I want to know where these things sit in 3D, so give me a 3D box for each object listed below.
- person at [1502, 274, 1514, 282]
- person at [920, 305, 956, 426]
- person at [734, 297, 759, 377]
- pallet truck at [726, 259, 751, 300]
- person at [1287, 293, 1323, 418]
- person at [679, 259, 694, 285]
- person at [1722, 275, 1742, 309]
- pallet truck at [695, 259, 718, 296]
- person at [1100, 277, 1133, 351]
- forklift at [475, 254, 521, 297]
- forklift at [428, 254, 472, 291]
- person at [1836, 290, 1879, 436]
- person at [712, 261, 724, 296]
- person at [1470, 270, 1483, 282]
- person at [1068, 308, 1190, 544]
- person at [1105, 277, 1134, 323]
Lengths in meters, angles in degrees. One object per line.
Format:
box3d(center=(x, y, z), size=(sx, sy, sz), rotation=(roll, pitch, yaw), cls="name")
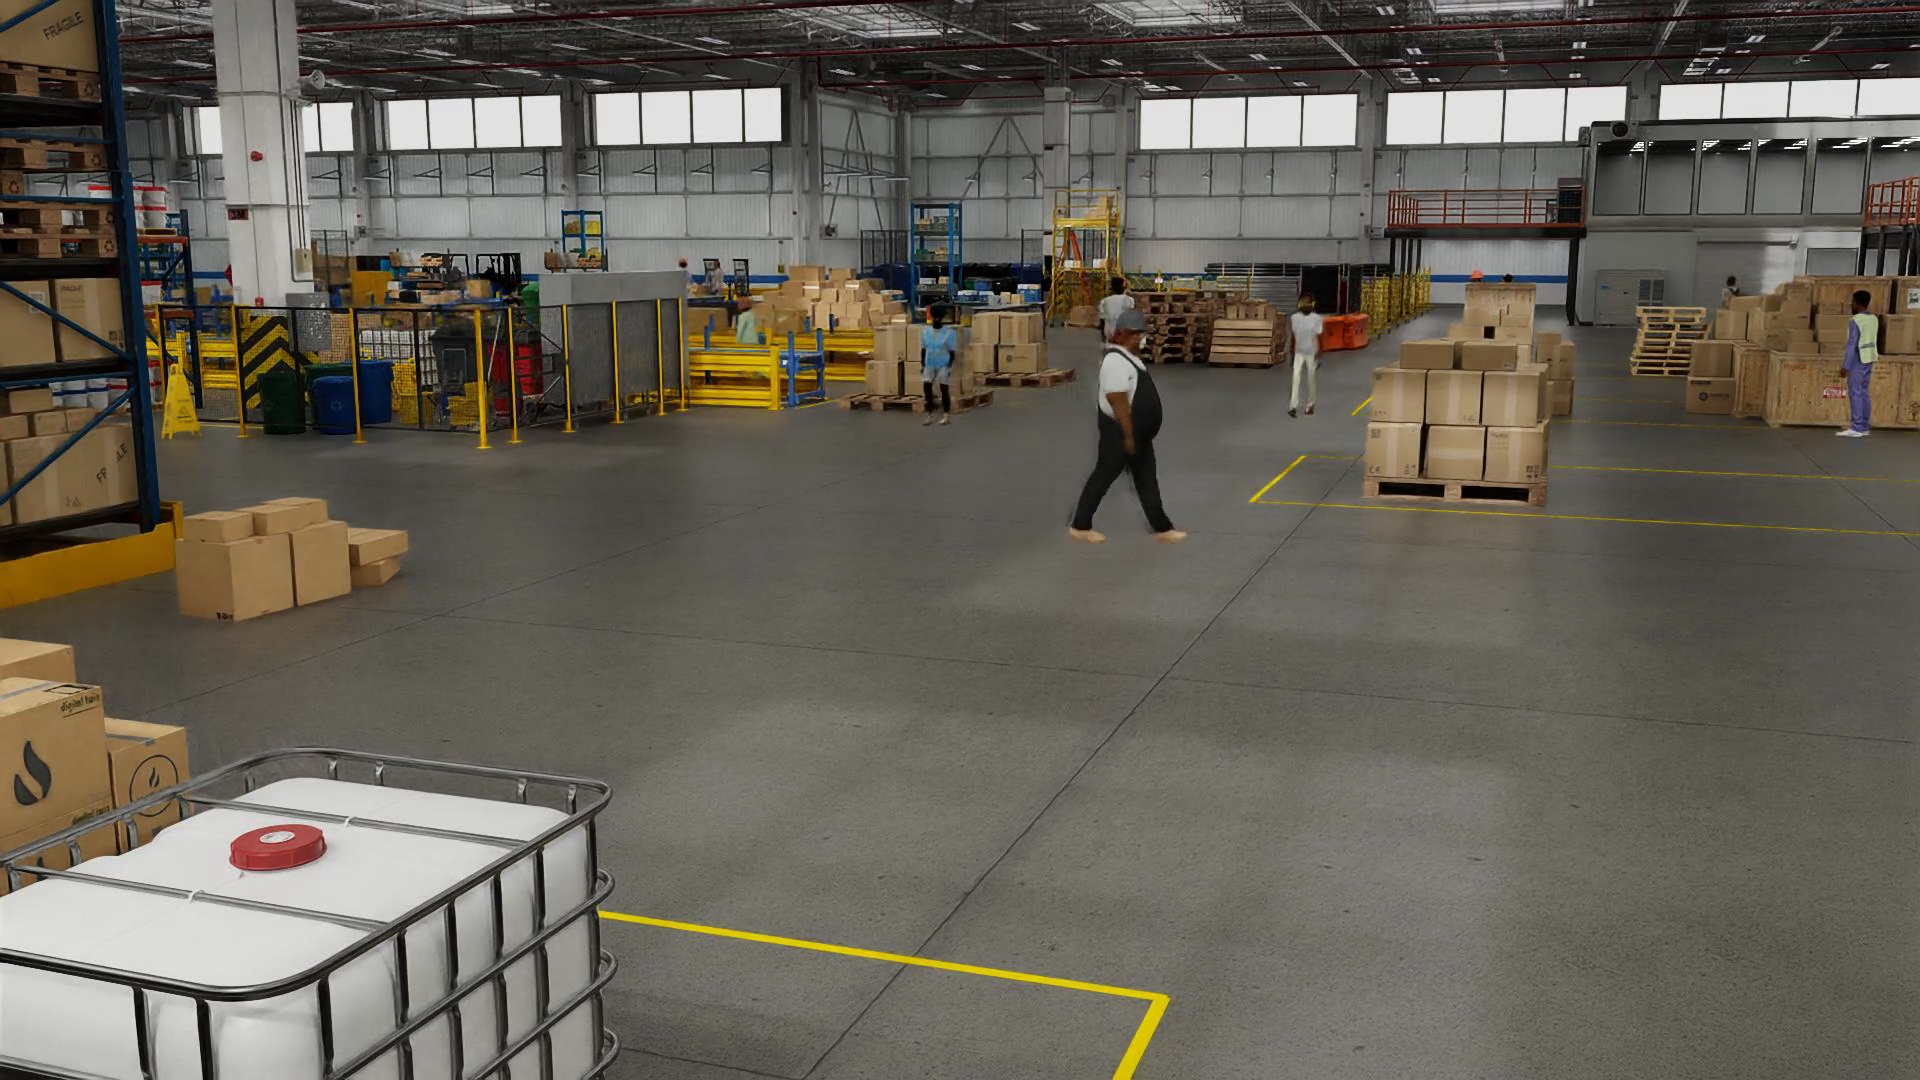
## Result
box3d(center=(11.990, -4.901, 36.519), size=(0.520, 1.871, 0.326), rotation=(-1, 10, -4), cls="person")
box3d(center=(-0.328, -2.400, 22.962), size=(0.561, 1.664, 0.694), rotation=(3, 11, 19), cls="person")
box3d(center=(-3.780, -3.376, 28.656), size=(0.776, 1.597, 0.527), rotation=(3, 10, 15), cls="person")
box3d(center=(-7.986, -9.493, 62.019), size=(0.823, 1.965, 1.885), rotation=(3, 11, 17), cls="pallet truck")
box3d(center=(5.025, -2.684, 24.222), size=(0.532, 1.805, 1.027), rotation=(5, 11, 26), cls="person")
box3d(center=(-9.479, -8.681, 57.398), size=(0.730, 2.011, 0.633), rotation=(7, 12, 36), cls="person")
box3d(center=(17.999, -5.266, 38.773), size=(0.525, 1.814, 0.919), rotation=(-2, 10, -11), cls="person")
box3d(center=(-9.165, -9.627, 62.776), size=(0.823, 1.965, 1.885), rotation=(4, 11, 23), cls="pallet truck")
box3d(center=(2.801, -3.671, 29.412), size=(0.643, 1.923, 0.929), rotation=(4, 11, 21), cls="person")
box3d(center=(-17.990, -10.121, 64.684), size=(1.157, 1.987, 2.680), rotation=(3, 11, 17), cls="forklift")
box3d(center=(-20.133, -10.254, 65.465), size=(1.157, 1.987, 2.680), rotation=(3, 11, 19), cls="forklift")
box3d(center=(11.824, -2.314, 21.836), size=(0.591, 1.913, 0.384), rotation=(-8, 13, -37), cls="person")
box3d(center=(-8.786, -9.157, 60.394), size=(0.400, 1.903, 0.645), rotation=(1, 10, 7), cls="person")
box3d(center=(11.519, -5.041, 37.116), size=(0.374, 1.939, 0.545), rotation=(4, 11, 23), cls="person")
box3d(center=(1.379, -0.962, 13.855), size=(1.011, 2.000, 0.695), rotation=(4, 11, 19), cls="person")
box3d(center=(2.938, -3.908, 30.786), size=(0.558, 1.918, 0.611), rotation=(4, 11, 19), cls="person")
